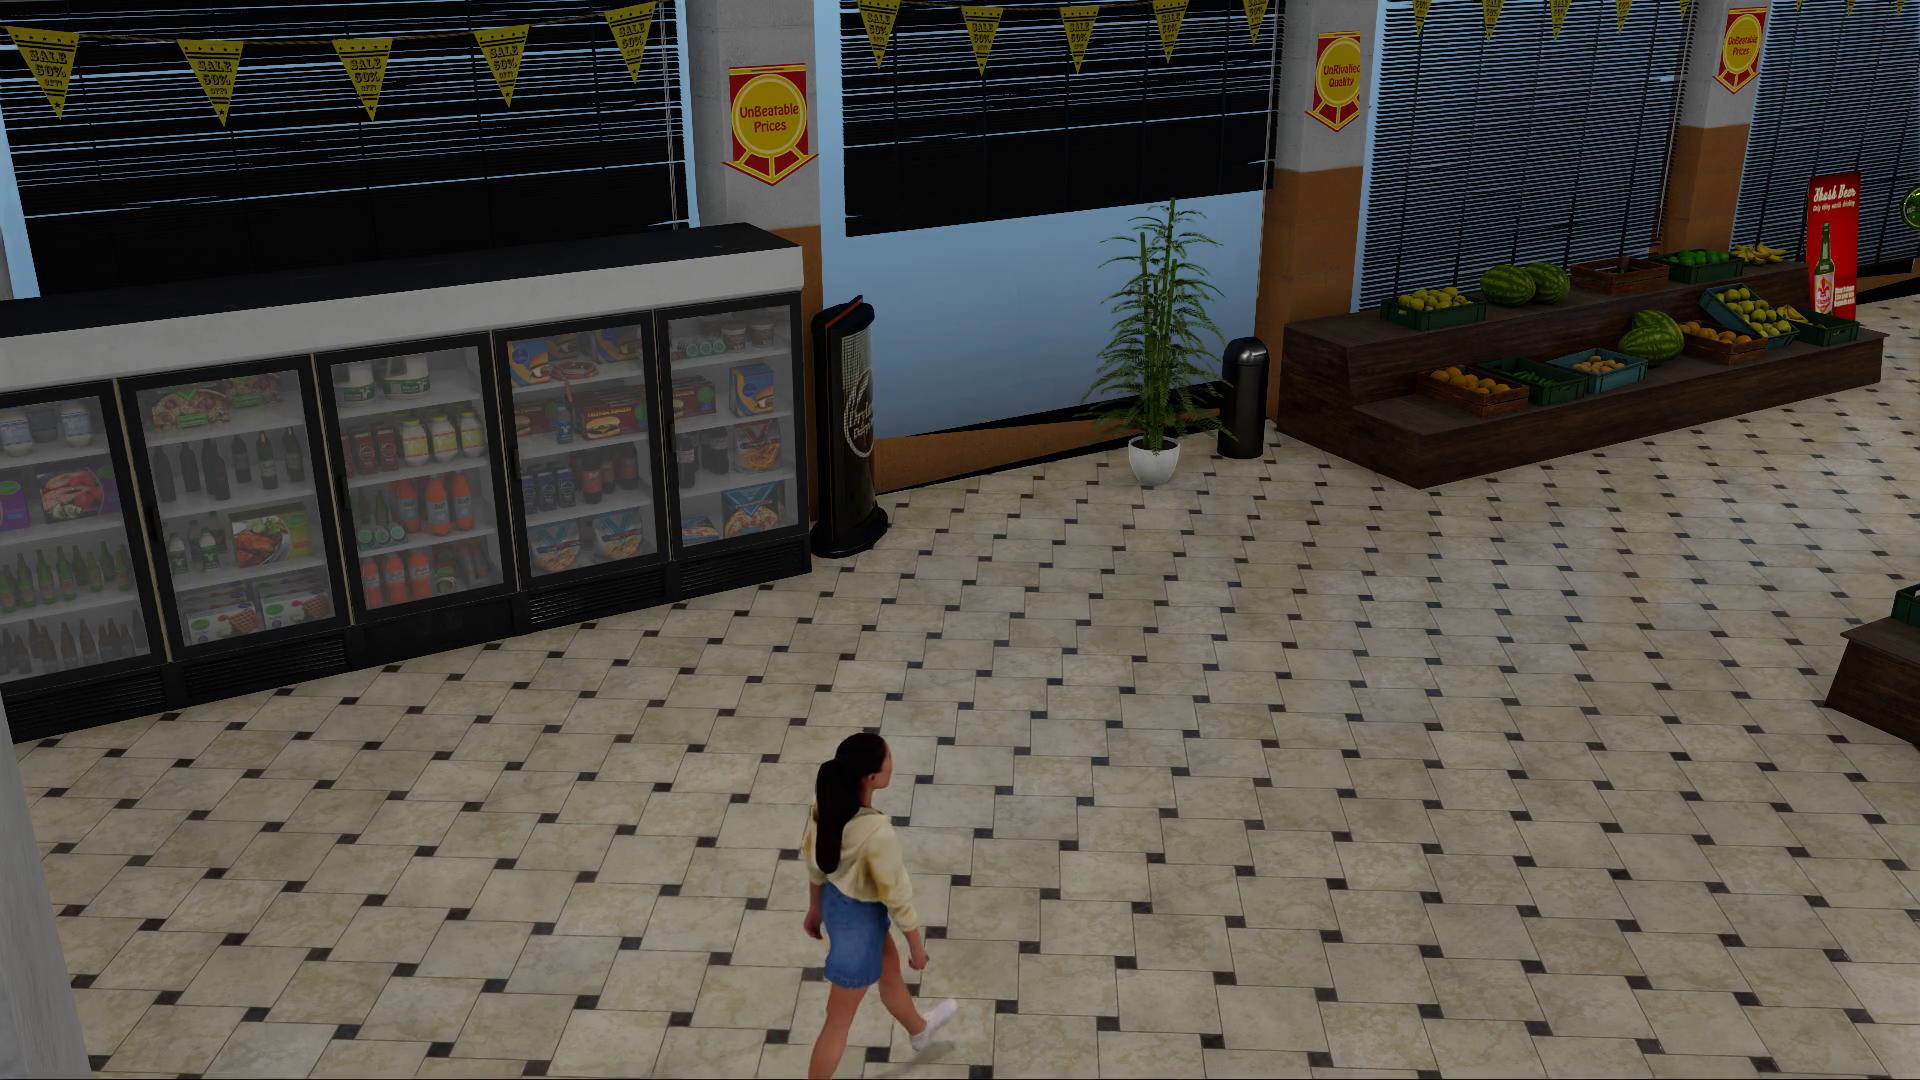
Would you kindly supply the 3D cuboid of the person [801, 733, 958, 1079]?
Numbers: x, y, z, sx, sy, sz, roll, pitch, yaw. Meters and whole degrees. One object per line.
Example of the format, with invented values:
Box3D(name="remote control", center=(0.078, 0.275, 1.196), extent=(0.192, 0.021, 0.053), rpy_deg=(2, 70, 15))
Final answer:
Box3D(name="person", center=(-0.463, 1.505, 6.300), extent=(1.046, 1.596, 0.724), rpy_deg=(-15, 26, -33))
